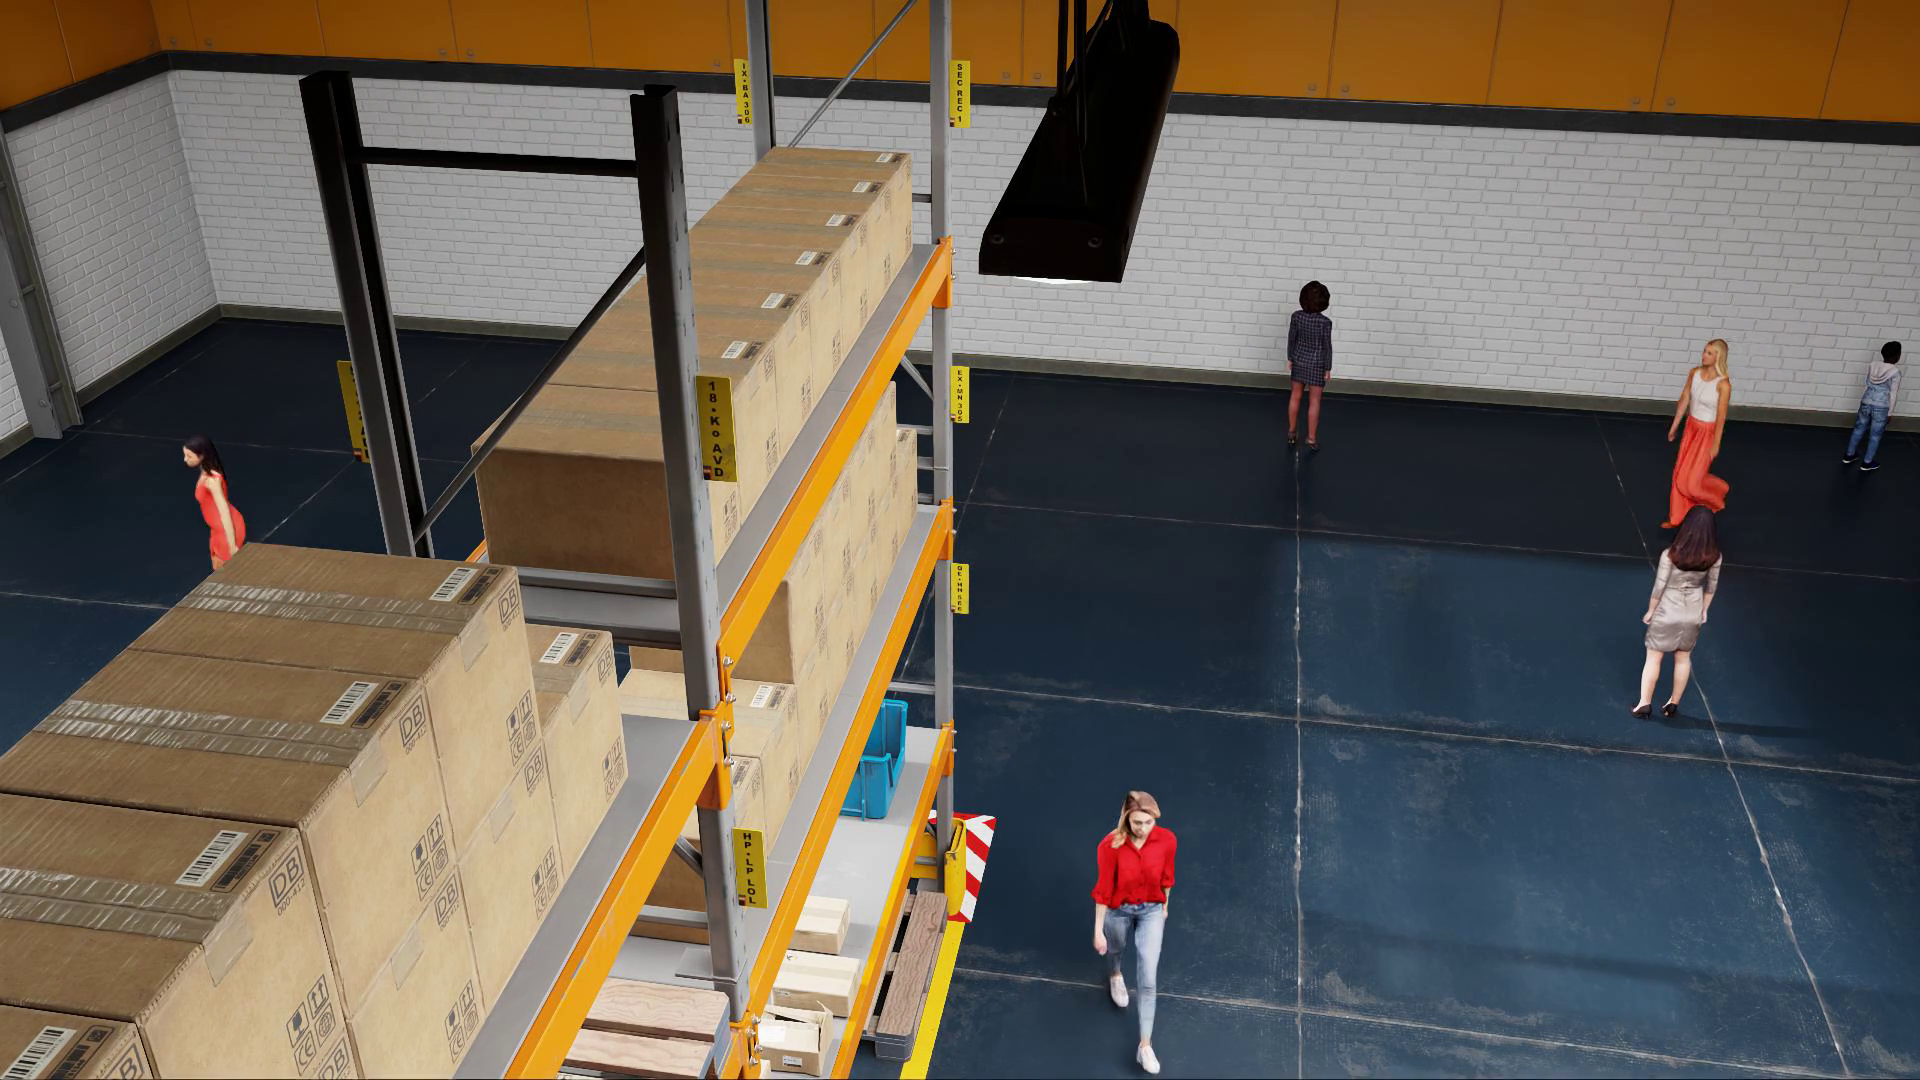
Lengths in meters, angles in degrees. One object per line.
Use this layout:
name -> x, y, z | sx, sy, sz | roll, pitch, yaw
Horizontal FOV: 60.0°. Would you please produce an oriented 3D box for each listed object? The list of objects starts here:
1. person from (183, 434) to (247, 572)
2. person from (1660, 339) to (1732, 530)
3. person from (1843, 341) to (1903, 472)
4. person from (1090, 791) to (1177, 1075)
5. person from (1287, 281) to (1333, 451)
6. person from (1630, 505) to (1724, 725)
person -> -5.657, -0.072, 13.041 | 1.068, 1.689, 1.018 | -15, 32, -26
person -> 6.519, -0.910, 14.476 | 0.898, 1.786, 0.891 | -8, 30, -14
person -> 8.650, -1.282, 15.710 | 0.617, 1.258, 0.548 | -14, 32, -24
person -> 0.932, 2.024, 9.233 | 0.852, 1.656, 1.174 | -3, 29, -6
person -> 3.346, -1.664, 15.945 | 0.695, 1.703, 0.701 | 20, 35, 33
person -> 5.113, 0.540, 11.859 | 0.617, 1.747, 0.554 | 0, 29, 1
